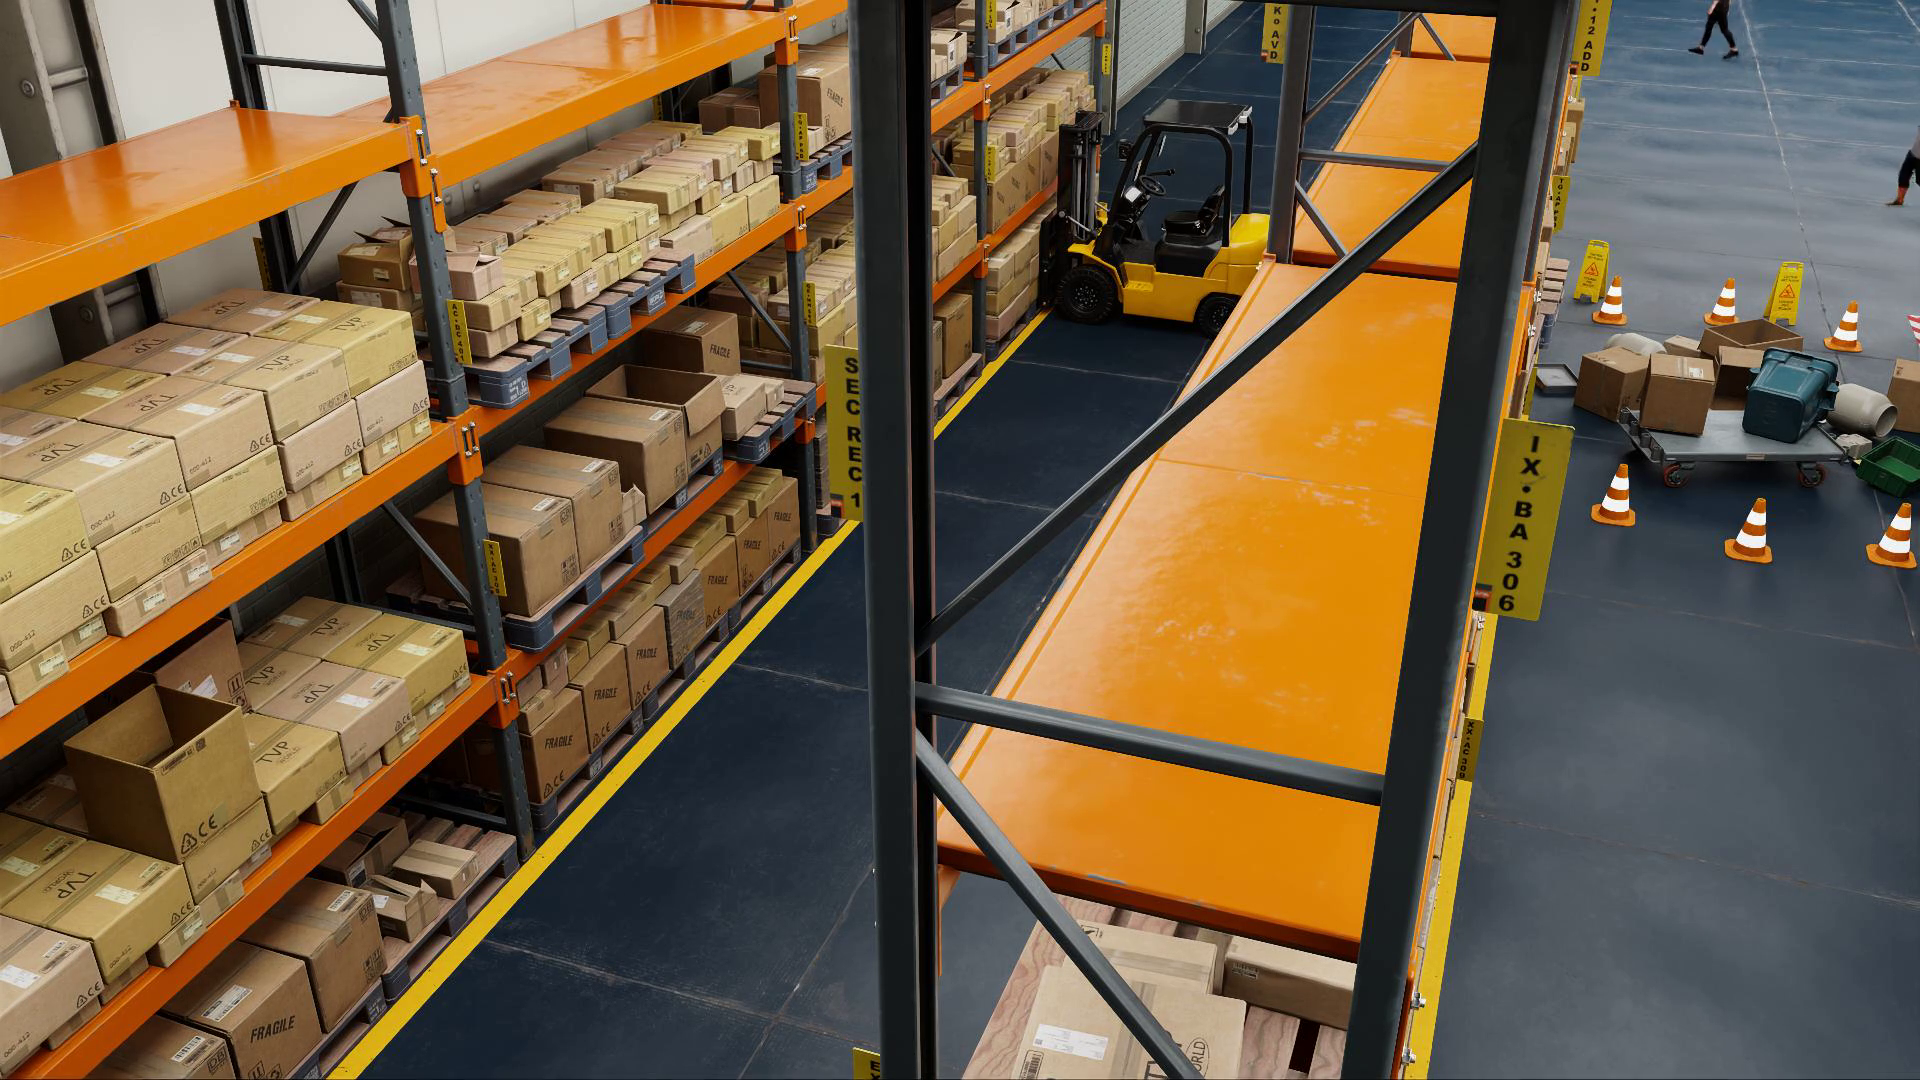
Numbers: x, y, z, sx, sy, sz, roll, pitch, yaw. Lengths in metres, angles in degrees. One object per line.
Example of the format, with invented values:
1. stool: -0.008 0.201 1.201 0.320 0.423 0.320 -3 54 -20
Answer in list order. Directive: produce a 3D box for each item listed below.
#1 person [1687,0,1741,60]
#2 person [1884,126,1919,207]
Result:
1. person: 13.109 -9.072 28.416 0.834 1.679 1.099 17 33 29
2. person: 12.122 -4.891 20.827 0.850 1.432 0.962 -1 28 -1
